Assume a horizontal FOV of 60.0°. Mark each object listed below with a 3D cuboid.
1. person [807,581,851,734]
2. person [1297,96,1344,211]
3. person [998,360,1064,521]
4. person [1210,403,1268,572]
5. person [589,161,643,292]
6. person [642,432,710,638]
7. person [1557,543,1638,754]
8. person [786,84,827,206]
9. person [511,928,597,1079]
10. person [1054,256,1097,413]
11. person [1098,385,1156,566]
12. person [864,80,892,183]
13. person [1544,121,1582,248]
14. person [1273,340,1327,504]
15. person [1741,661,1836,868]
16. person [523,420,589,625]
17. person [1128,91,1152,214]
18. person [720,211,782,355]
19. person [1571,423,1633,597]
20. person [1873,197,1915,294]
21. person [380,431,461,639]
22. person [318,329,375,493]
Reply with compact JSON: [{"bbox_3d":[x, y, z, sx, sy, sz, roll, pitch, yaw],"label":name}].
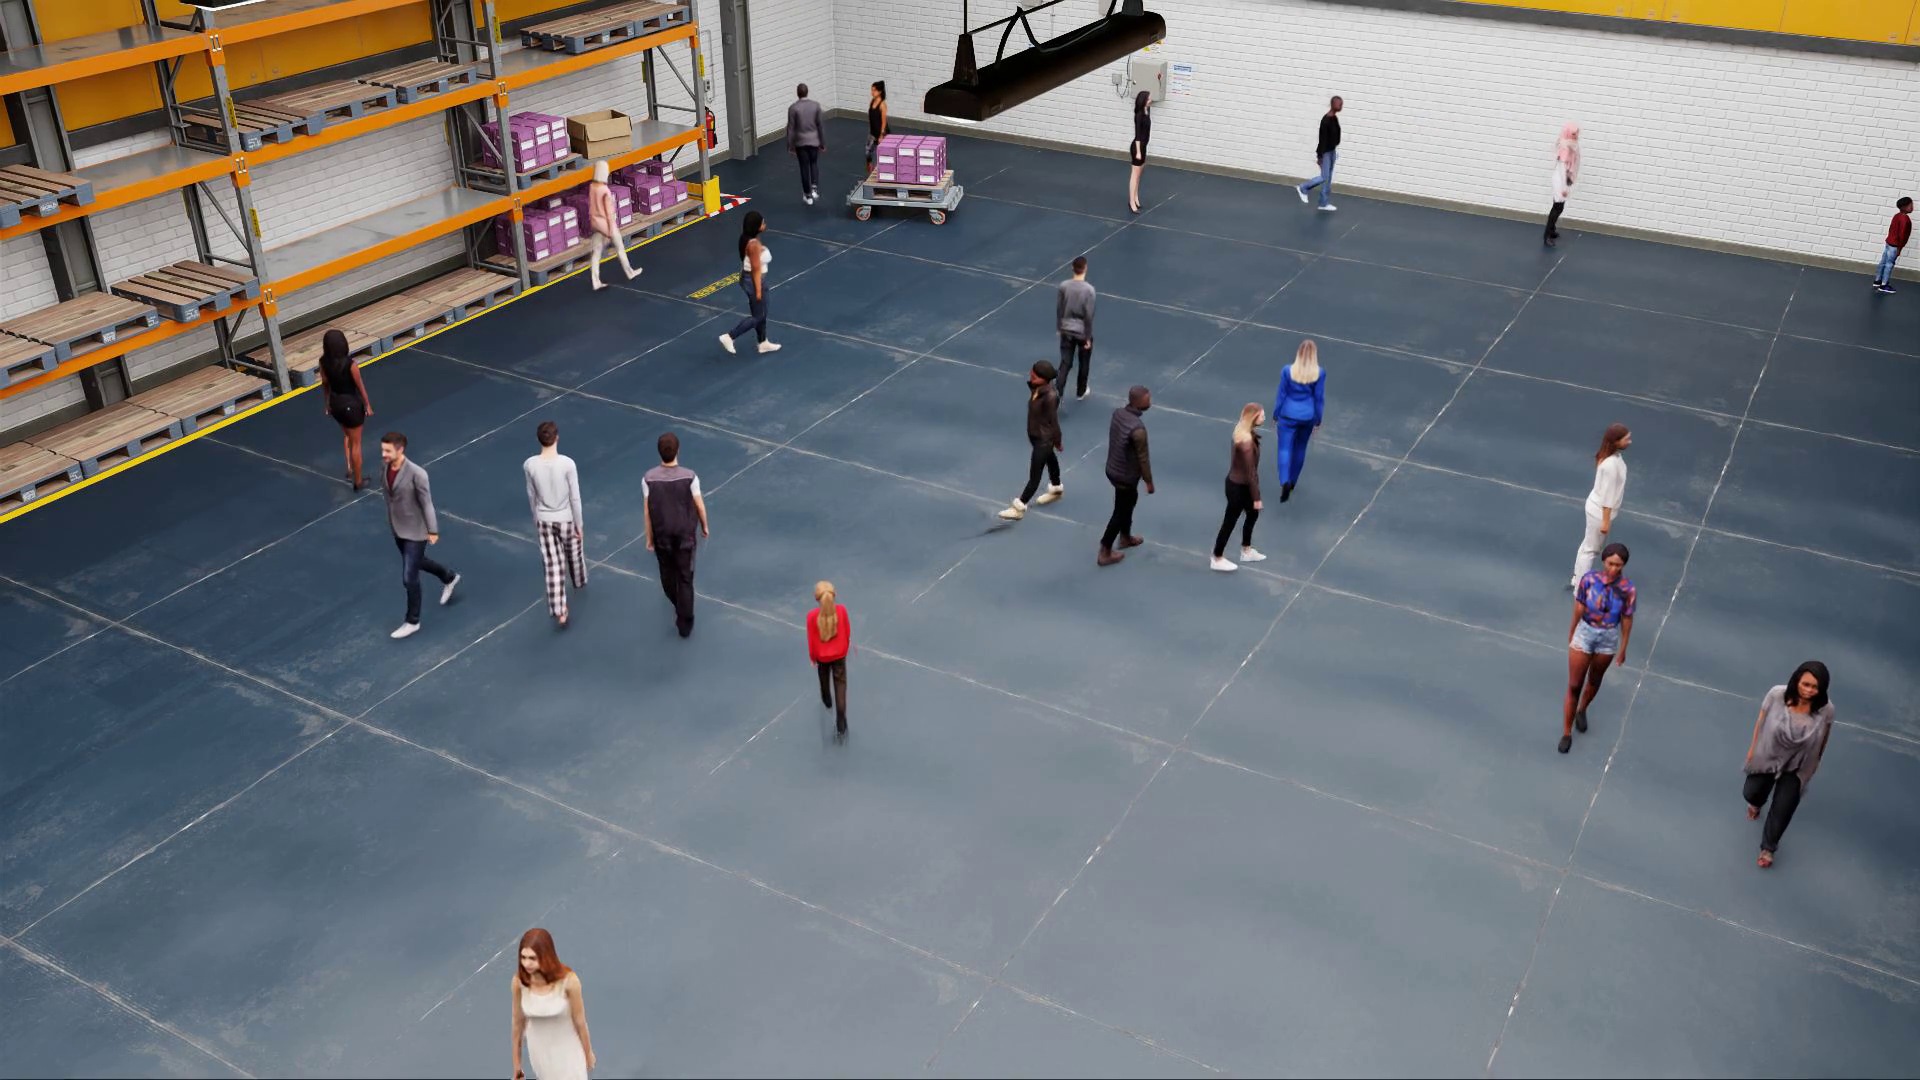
[{"bbox_3d":[-1.011,0.937,13.160,0.847,1.255,0.968,-3,29,-6],"label":"person"},{"bbox_3d":[5.453,-5.839,25.083,0.651,1.732,0.784,16,33,27],"label":"person"},{"bbox_3d":[0.662,-0.965,16.262,1.149,1.623,0.983,19,34,30],"label":"person"},{"bbox_3d":[2.482,-0.468,15.291,0.846,1.681,0.817,4,29,7],"label":"person"},{"bbox_3d":[-4.775,-4.123,21.985,0.666,1.685,1.058,18,34,30],"label":"person"},{"bbox_3d":[-2.457,-0.006,14.300,1.016,1.818,1.165,-1,29,-3],"label":"person"},{"bbox_3d":[4.975,0.757,13.007,0.699,1.718,0.994,10,30,18],"label":"person"},{"bbox_3d":[-2.308,-5.987,25.279,0.854,1.805,0.919,-8,30,-14],"label":"person"},{"bbox_3d":[-2.225,2.786,9.310,0.714,1.696,0.853,6,29,10],"label":"person"},{"bbox_3d":[1.258,-2.266,18.529,0.714,1.736,1.126,11,30,19],"label":"person"},{"bbox_3d":[1.449,-0.573,15.351,0.995,1.807,0.936,-10,30,-18],"label":"person"},{"bbox_3d":[-1.204,-6.412,26.219,0.859,1.650,0.738,-24,36,-36],"label":"person"},{"bbox_3d":[8.564,-5.106,23.681,0.818,1.788,0.517,6,29,10],"label":"person"},{"bbox_3d":[3.354,-1.162,16.564,0.865,1.679,1.080,4,29,8],"label":"person"},{"bbox_3d":[5.840,1.502,11.770,0.628,1.594,0.851,16,32,26],"label":"person"},{"bbox_3d":[-3.532,-0.117,14.520,1.028,1.803,1.240,-1,29,-1],"label":"person"},{"bbox_3d":[2.696,-5.859,25.042,0.686,1.807,0.488,10,30,18],"label":"person"},{"bbox_3d":[-2.547,-3.023,19.866,1.104,1.784,1.014,-10,30,-17],"label":"person"},{"bbox_3d":[5.758,-0.275,14.929,0.712,1.688,0.543,8,30,14],"label":"person"},{"bbox_3d":[12.429,-3.949,22.117,0.629,1.255,0.520,4,29,7],"label":"person"},{"bbox_3d":[-4.729,-0.117,14.476,0.715,1.843,1.147,17,33,28],"label":"person"},{"bbox_3d":[-6.202,-1.261,16.693,0.666,1.730,0.654,8,30,15],"label":"person"}]
